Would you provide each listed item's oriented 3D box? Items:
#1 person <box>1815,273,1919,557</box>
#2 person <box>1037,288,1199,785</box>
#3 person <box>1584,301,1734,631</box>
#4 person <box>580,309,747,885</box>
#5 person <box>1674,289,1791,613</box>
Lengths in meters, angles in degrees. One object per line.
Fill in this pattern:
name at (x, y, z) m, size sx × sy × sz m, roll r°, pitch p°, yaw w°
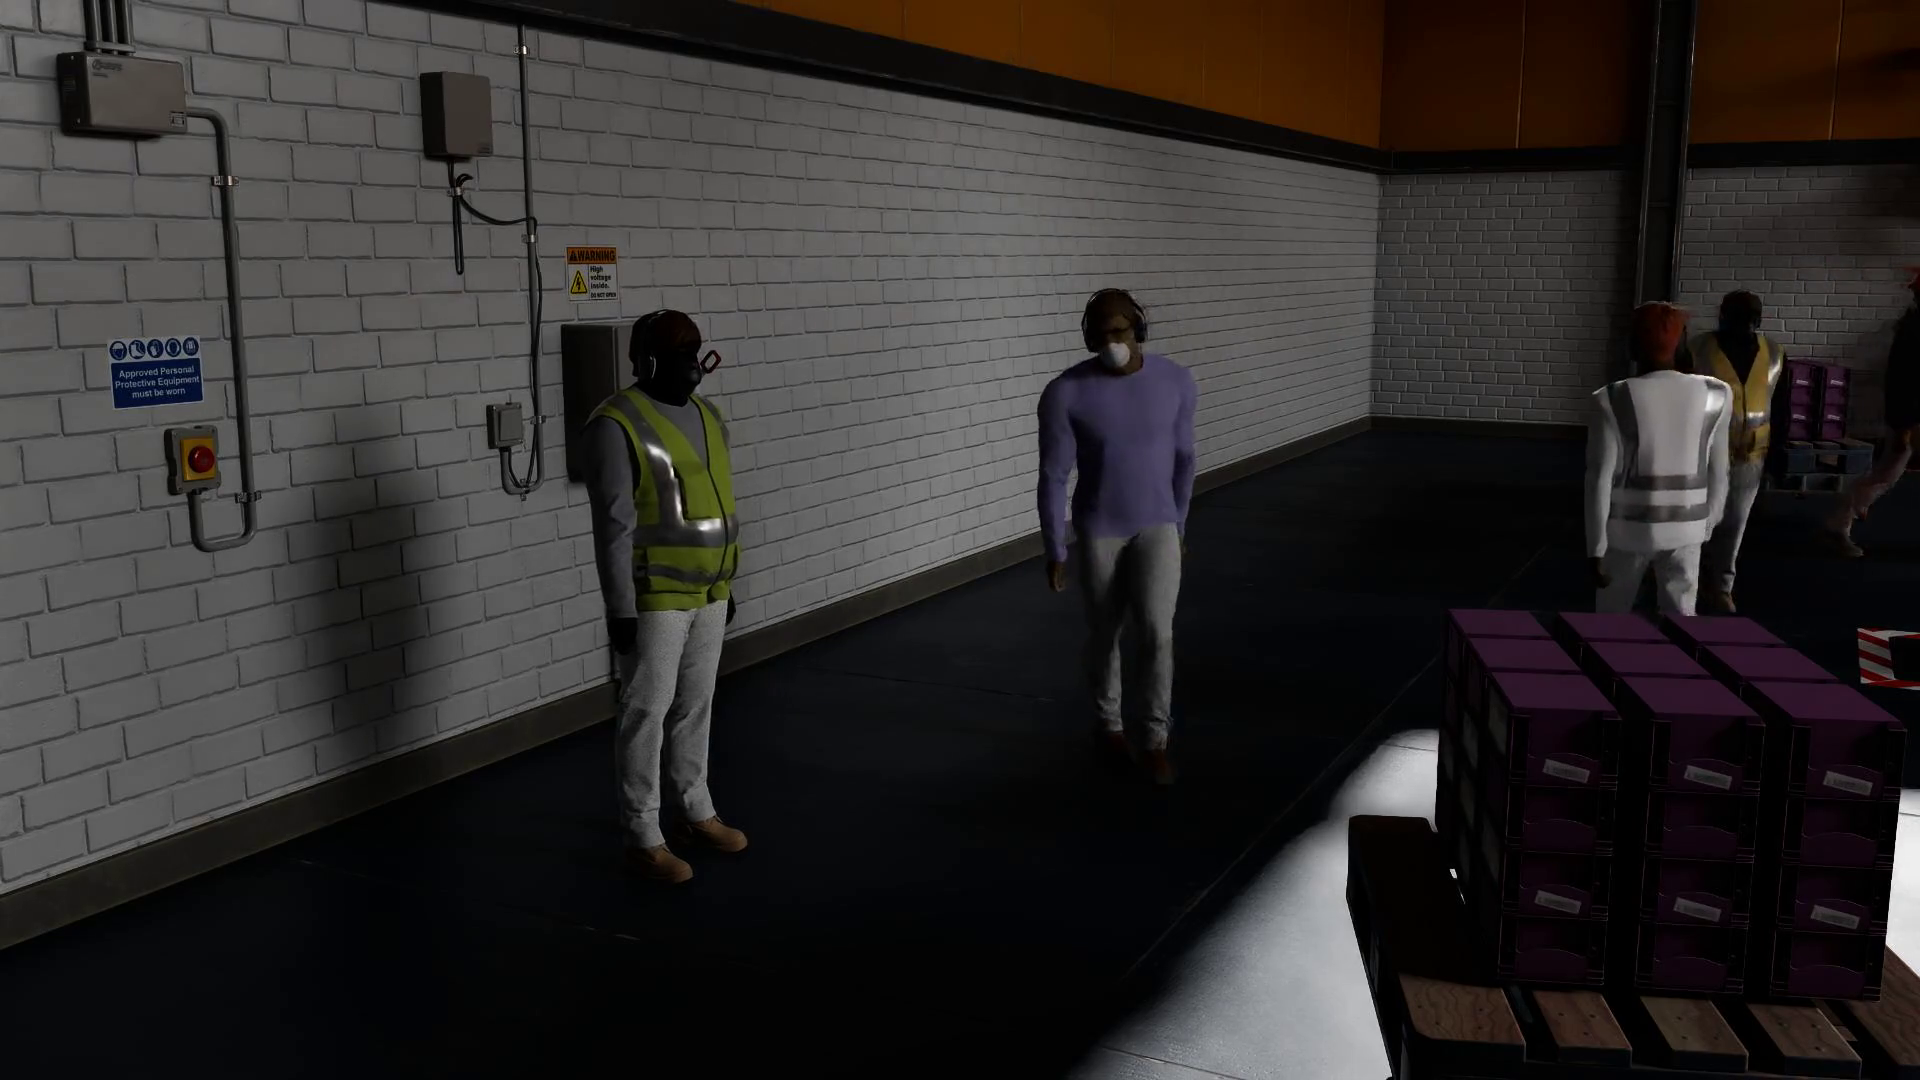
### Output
person at (6.195, -0.812, 10.861) m, size 0.987 × 1.954 × 0.610 m, roll 4°, pitch 10°, yaw 20°
person at (0.604, -0.008, 6.363) m, size 0.627 × 1.887 × 0.778 m, roll -1°, pitch 10°, yaw -5°
person at (2.745, -0.018, 6.565) m, size 0.574 × 1.847 × 0.934 m, roll 1°, pitch 10°, yaw 6°
person at (-0.935, 0.174, 5.441) m, size 0.429 × 1.842 × 0.634 m, roll 5°, pitch 11°, yaw 26°
person at (4.295, -0.490, 9.331) m, size 0.639 × 1.824 × 0.437 m, roll 0°, pitch 10°, yaw 1°
